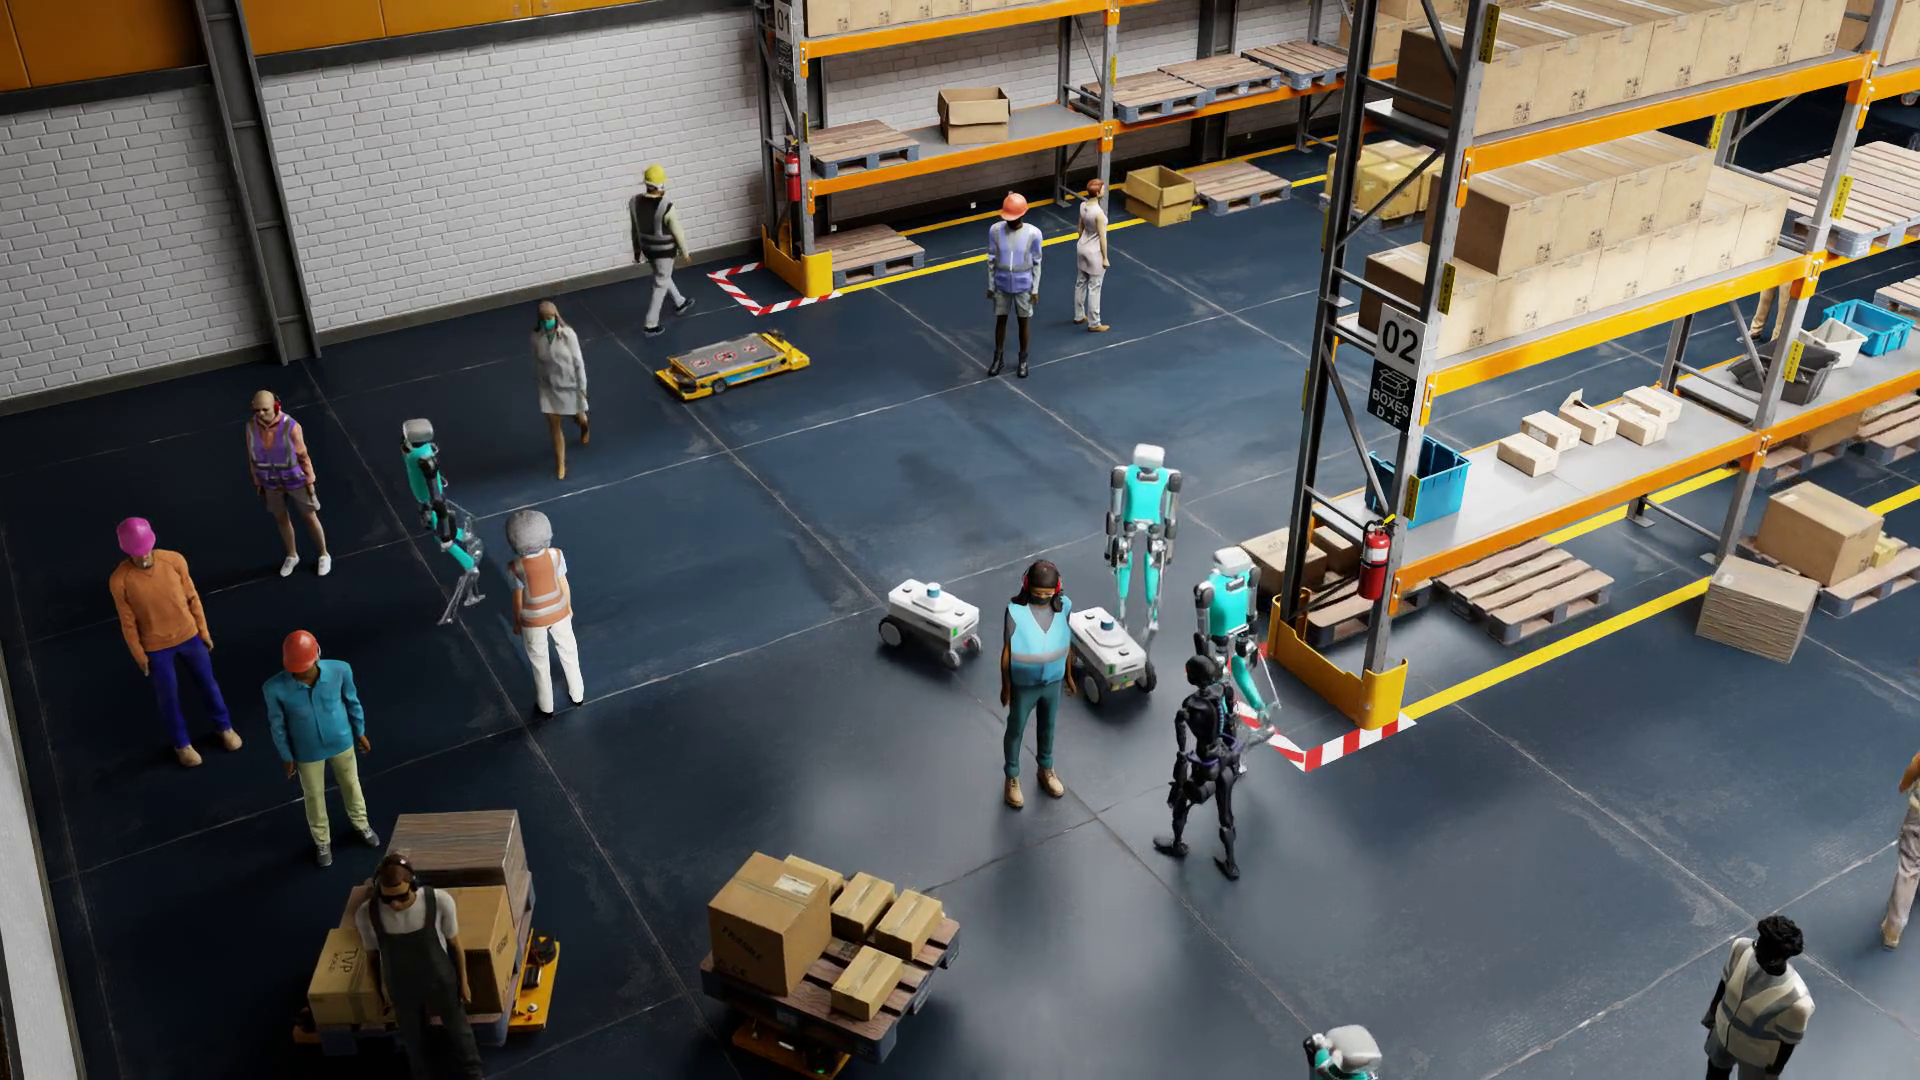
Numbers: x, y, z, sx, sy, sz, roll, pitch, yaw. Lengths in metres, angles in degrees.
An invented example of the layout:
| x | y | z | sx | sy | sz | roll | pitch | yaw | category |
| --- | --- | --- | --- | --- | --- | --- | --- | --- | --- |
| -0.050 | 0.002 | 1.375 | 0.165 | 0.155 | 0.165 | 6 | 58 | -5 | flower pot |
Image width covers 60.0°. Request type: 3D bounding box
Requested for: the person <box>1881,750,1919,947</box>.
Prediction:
| x | y | z | sx | sy | sz | roll | pitch | yaw | category |
| --- | --- | --- | --- | --- | --- | --- | --- | --- | --- |
| 5.979 | 1.620 | 10.135 | 0.460 | 1.717 | 0.919 | 14 | 35 | 21 | person |

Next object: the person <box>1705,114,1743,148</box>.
| x | y | z | sx | sy | sz | roll | pitch | yaw | category |
| --- | --- | --- | --- | --- | --- | --- | --- | --- | --- |
| 9.581 | -5.089 | 20.743 | 0.706 | 1.810 | 0.626 | 24 | 40 | 33 | person |

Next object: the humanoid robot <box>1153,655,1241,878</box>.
| x | y | z | sx | sy | sz | roll | pitch | yaw | category |
| --- | --- | --- | --- | --- | --- | --- | --- | --- | --- |
| 1.554 | 1.414 | 10.515 | 0.610 | 1.628 | 0.612 | -27 | 41 | -36 | humanoid robot |

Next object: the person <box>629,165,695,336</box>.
| x | y | z | sx | sy | sz | roll | pitch | yaw | category |
| --- | --- | --- | --- | --- | --- | --- | --- | --- | --- |
| -3.159 | -3.088 | 17.597 | 0.614 | 1.784 | 0.949 | 20 | 37 | 29 | person |

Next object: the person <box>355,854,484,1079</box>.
| x | y | z | sx | sy | sz | roll | pitch | yaw | category |
| --- | --- | --- | --- | --- | --- | --- | --- | --- | --- |
| -2.859 | 2.366 | 8.836 | 0.503 | 1.838 | 0.328 | -7 | 33 | -10 | person |

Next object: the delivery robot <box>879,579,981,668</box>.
| x | y | z | sx | sy | sz | roll | pitch | yaw | category |
| --- | --- | --- | --- | --- | --- | --- | --- | --- | --- |
| -0.223 | 0.599 | 12.864 | 0.777 | 0.598 | 0.499 | 23 | 39 | 32 | delivery robot |

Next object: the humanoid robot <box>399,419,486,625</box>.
| x | y | z | sx | sy | sz | roll | pitch | yaw | category |
| --- | --- | --- | --- | --- | --- | --- | --- | --- | --- |
| -3.947 | -0.165 | 12.989 | 0.764 | 1.807 | 0.565 | -21 | 38 | -30 | humanoid robot |

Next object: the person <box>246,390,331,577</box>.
| x | y | z | sx | sy | sz | roll | pitch | yaw | category |
| --- | --- | --- | --- | --- | --- | --- | --- | --- | --- |
| -5.459 | -0.461 | 13.484 | 0.492 | 1.687 | 0.348 | 0 | 32 | 1 | person |

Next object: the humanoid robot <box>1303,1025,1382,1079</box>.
| x | y | z | sx | sy | sz | roll | pitch | yaw | category |
| --- | --- | --- | --- | --- | --- | --- | --- | --- | --- |
| 1.997 | 2.952 | 8.026 | 1.041 | 1.748 | 0.546 | -12 | 34 | -18 | humanoid robot |

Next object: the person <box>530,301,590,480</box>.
| x | y | z | sx | sy | sz | roll | pitch | yaw | category |
| --- | --- | --- | --- | --- | --- | --- | --- | --- | --- |
| -3.605 | -1.415 | 15.040 | 0.496 | 1.638 | 0.658 | -2 | 32 | -3 | person |

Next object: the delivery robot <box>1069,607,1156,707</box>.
| x | y | z | sx | sy | sz | roll | pitch | yaw | category |
| --- | --- | --- | --- | --- | --- | --- | --- | --- | --- |
| 1.098 | 0.845 | 12.471 | 0.499 | 0.600 | 0.802 | -14 | 35 | -21 | delivery robot |

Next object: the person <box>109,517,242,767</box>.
| x | y | z | sx | sy | sz | roll | pitch | yaw | category |
| --- | --- | --- | --- | --- | --- | --- | --- | --- | --- |
| -5.419 | 0.683 | 11.397 | 0.517 | 1.971 | 0.404 | -24 | 39 | -33 | person |

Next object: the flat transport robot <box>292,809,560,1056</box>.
| x | y | z | sx | sy | sz | roll | pitch | yaw | category |
| --- | --- | --- | --- | --- | --- | --- | --- | --- | --- |
| -3.149 | 2.641 | 9.872 | 1.431 | 0.231 | 0.659 | -2 | 32 | -3 | flat transport robot |

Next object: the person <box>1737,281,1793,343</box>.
| x | y | z | sx | sy | sz | roll | pitch | yaw | category |
| --- | --- | --- | --- | --- | --- | --- | --- | --- | --- |
| 8.482 | -2.792 | 17.135 | 0.319 | 1.755 | 0.558 | -17 | 36 | -25 | person |

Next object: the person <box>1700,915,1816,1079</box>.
| x | y | z | sx | sy | sz | roll | pitch | yaw | category |
| --- | --- | --- | --- | --- | --- | --- | --- | --- | --- |
| 4.074 | 2.589 | 8.617 | 0.319 | 1.691 | 0.535 | -11 | 34 | -16 | person |

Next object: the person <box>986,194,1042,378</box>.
| x | y | z | sx | sy | sz | roll | pitch | yaw | category |
| --- | --- | --- | --- | --- | --- | --- | --- | --- | --- |
| 0.530 | -2.533 | 16.562 | 0.542 | 1.929 | 0.370 | 6 | 33 | 10 | person |

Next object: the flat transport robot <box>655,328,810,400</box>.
| x | y | z | sx | sy | sz | roll | pitch | yaw | category |
| --- | --- | --- | --- | --- | --- | --- | --- | --- | --- |
| -2.316 | -1.794 | 16.944 | 1.431 | 0.231 | 0.659 | -20 | 37 | -29 | flat transport robot |

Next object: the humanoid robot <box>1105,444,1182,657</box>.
| x | y | z | sx | sy | sz | roll | pitch | yaw | category |
| --- | --- | --- | --- | --- | --- | --- | --- | --- | --- |
| 1.345 | 0.244 | 12.371 | 0.548 | 1.832 | 0.815 | 2 | 32 | 3 | humanoid robot |

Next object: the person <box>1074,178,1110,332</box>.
| x | y | z | sx | sy | sz | roll | pitch | yaw | category |
| --- | --- | --- | --- | --- | --- | --- | --- | --- | --- |
| 1.407 | -3.014 | 17.579 | 0.286 | 1.661 | 0.442 | -20 | 37 | -28 | person |

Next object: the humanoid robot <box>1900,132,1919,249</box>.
| x | y | z | sx | sy | sz | roll | pitch | yaw | category |
| --- | --- | --- | --- | --- | --- | --- | --- | --- | --- |
| 11.108 | -4.178 | 19.483 | 0.773 | 1.651 | 0.586 | -6 | 33 | -9 | humanoid robot |

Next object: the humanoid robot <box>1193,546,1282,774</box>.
| x | y | z | sx | sy | sz | roll | pitch | yaw | category |
| --- | --- | --- | --- | --- | --- | --- | --- | --- | --- |
| 1.904 | 0.925 | 11.227 | 0.530 | 1.784 | 0.672 | -20 | 37 | -28 | humanoid robot |

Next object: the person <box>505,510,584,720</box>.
| x | y | z | sx | sy | sz | roll | pitch | yaw | category |
| --- | --- | --- | --- | --- | --- | --- | --- | --- | --- |
| -2.984 | 0.533 | 11.896 | 0.439 | 1.687 | 0.310 | -19 | 37 | -28 | person |

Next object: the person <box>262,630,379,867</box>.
| x | y | z | sx | sy | sz | roll | pitch | yaw | category |
| --- | --- | --- | --- | --- | --- | --- | --- | --- | --- |
| -4.064 | 1.301 | 10.617 | 0.561 | 1.745 | 0.336 | -18 | 36 | -27 | person |

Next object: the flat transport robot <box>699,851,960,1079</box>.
| x | y | z | sx | sy | sz | roll | pitch | yaw | category |
| --- | --- | --- | --- | --- | --- | --- | --- | --- | --- |
| -0.704 | 2.585 | 9.961 | 0.659 | 0.231 | 1.431 | 15 | 35 | 23 | flat transport robot |

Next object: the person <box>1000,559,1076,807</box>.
| x | y | z | sx | sy | sz | roll | pitch | yaw | category |
| --- | --- | --- | --- | --- | --- | --- | --- | --- | --- |
| 0.505 | 0.931 | 11.093 | 0.529 | 1.870 | 0.389 | -11 | 34 | -16 | person |
